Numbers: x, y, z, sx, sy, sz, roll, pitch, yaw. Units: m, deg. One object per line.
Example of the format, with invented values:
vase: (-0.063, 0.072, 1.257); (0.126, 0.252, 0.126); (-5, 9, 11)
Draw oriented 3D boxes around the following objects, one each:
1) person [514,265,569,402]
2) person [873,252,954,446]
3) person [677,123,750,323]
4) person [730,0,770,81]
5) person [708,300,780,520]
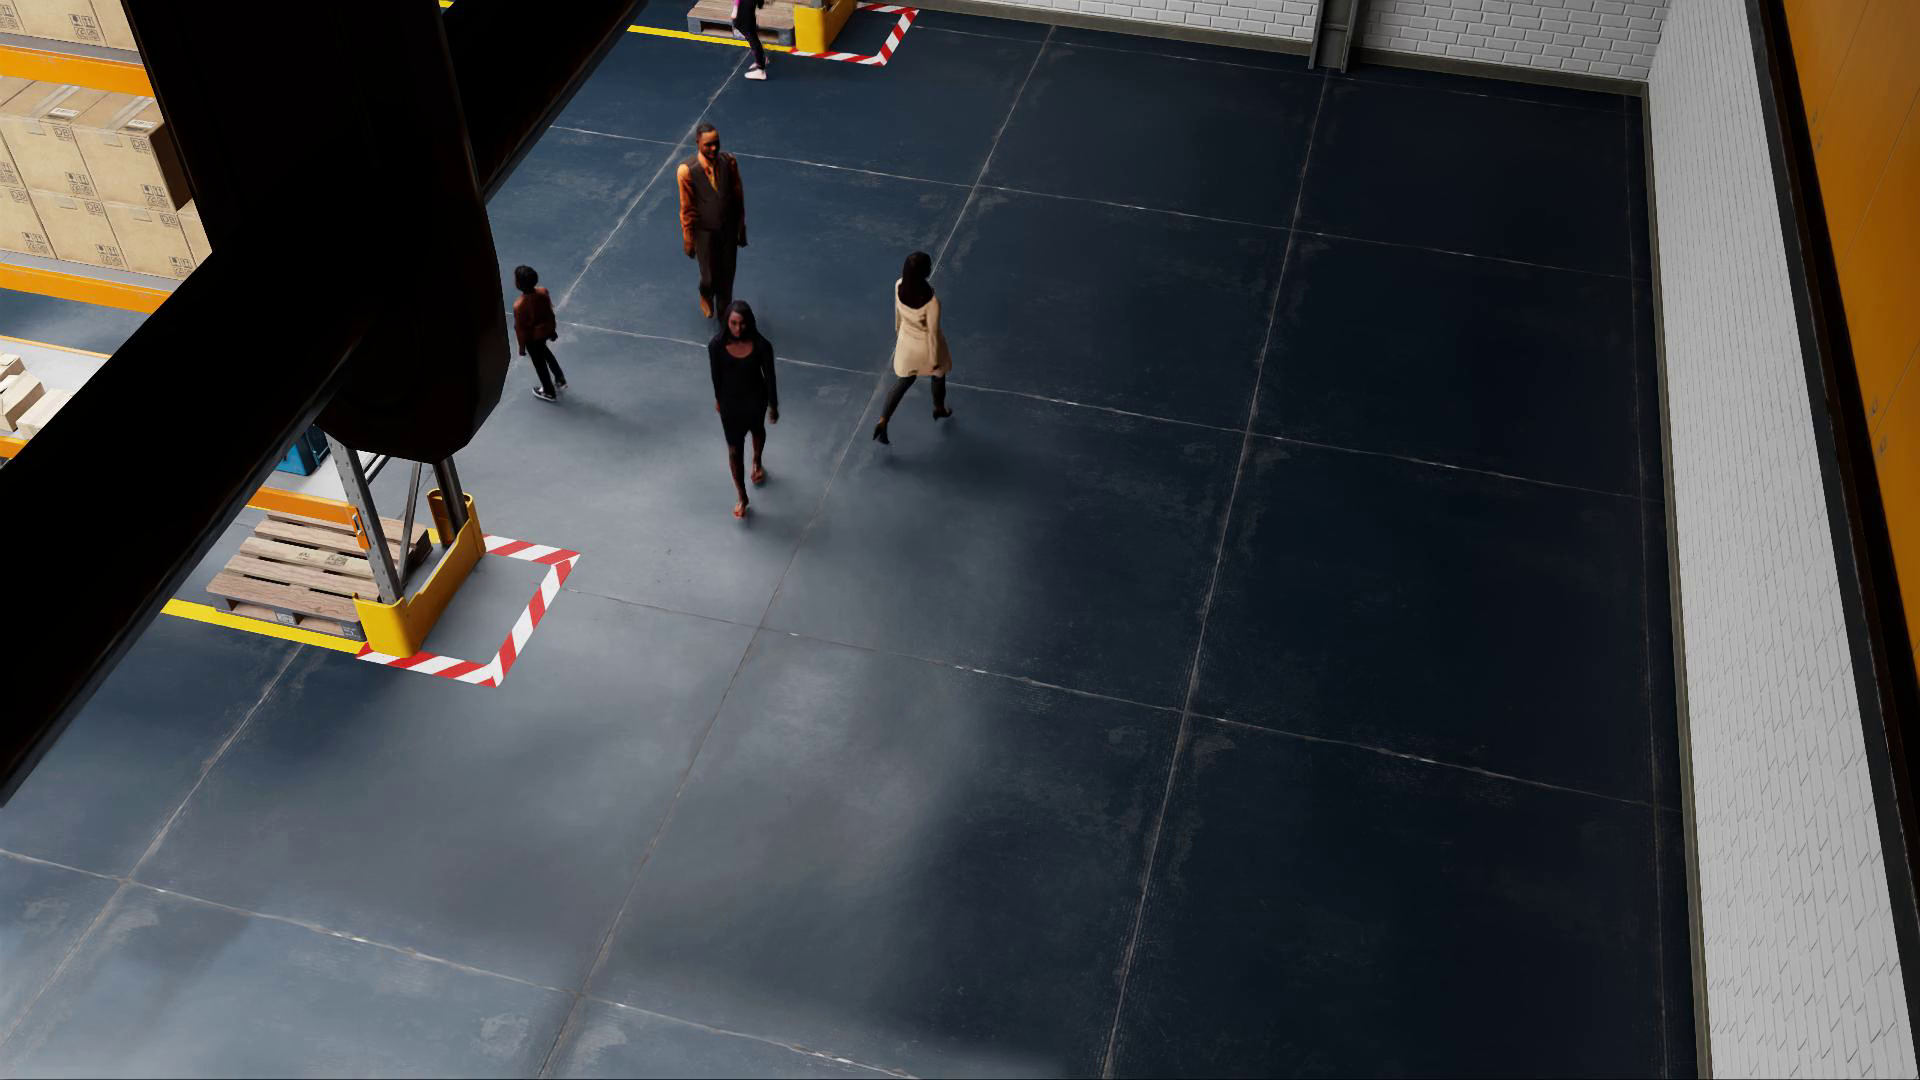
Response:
person: (-3.274, -1.598, 13.048); (0.577, 1.247, 0.563); (19, 47, 19)
person: (-0.370, -1.411, 12.558); (1.101, 1.653, 1.036); (33, 53, 30)
person: (-2.052, -2.584, 13.611); (0.902, 1.899, 0.962); (-21, 48, -21)
person: (-2.051, -5.423, 16.707); (0.674, 1.739, 0.613); (4, 44, 5)
person: (-1.566, -1.070, 12.172); (0.961, 1.691, 0.857); (-1, 44, -1)
